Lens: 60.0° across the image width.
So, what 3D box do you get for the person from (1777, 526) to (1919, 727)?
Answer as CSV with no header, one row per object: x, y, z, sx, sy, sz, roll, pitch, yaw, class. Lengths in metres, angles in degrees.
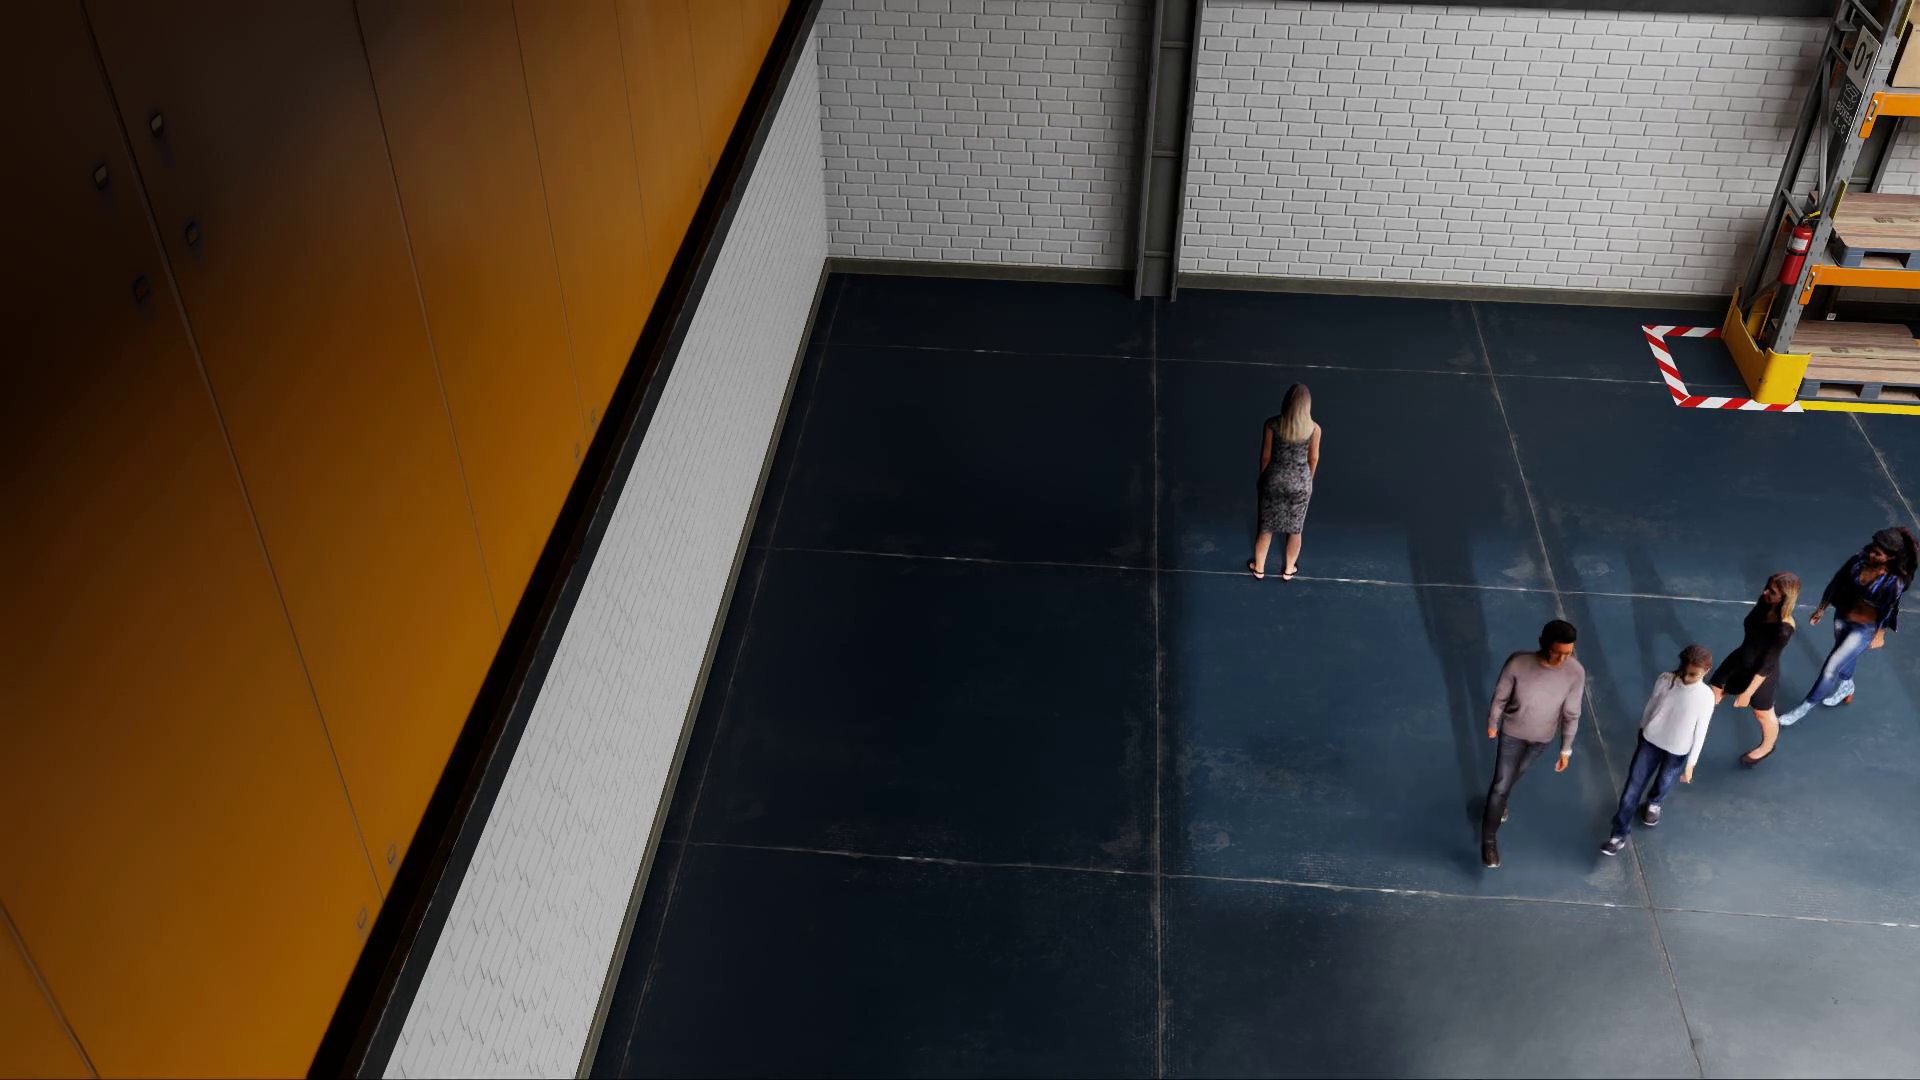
6.003,0.545,11.037,1.020,1.588,0.840,-11,40,-13,person

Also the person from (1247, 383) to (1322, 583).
2.366,-0.399,12.125,0.459,1.705,0.639,7,39,8,person

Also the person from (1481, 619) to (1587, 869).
3.491,1.102,10.220,0.920,1.737,0.720,-15,41,-18,person

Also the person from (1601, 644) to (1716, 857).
4.393,1.212,10.254,0.983,1.523,0.886,22,44,25,person
